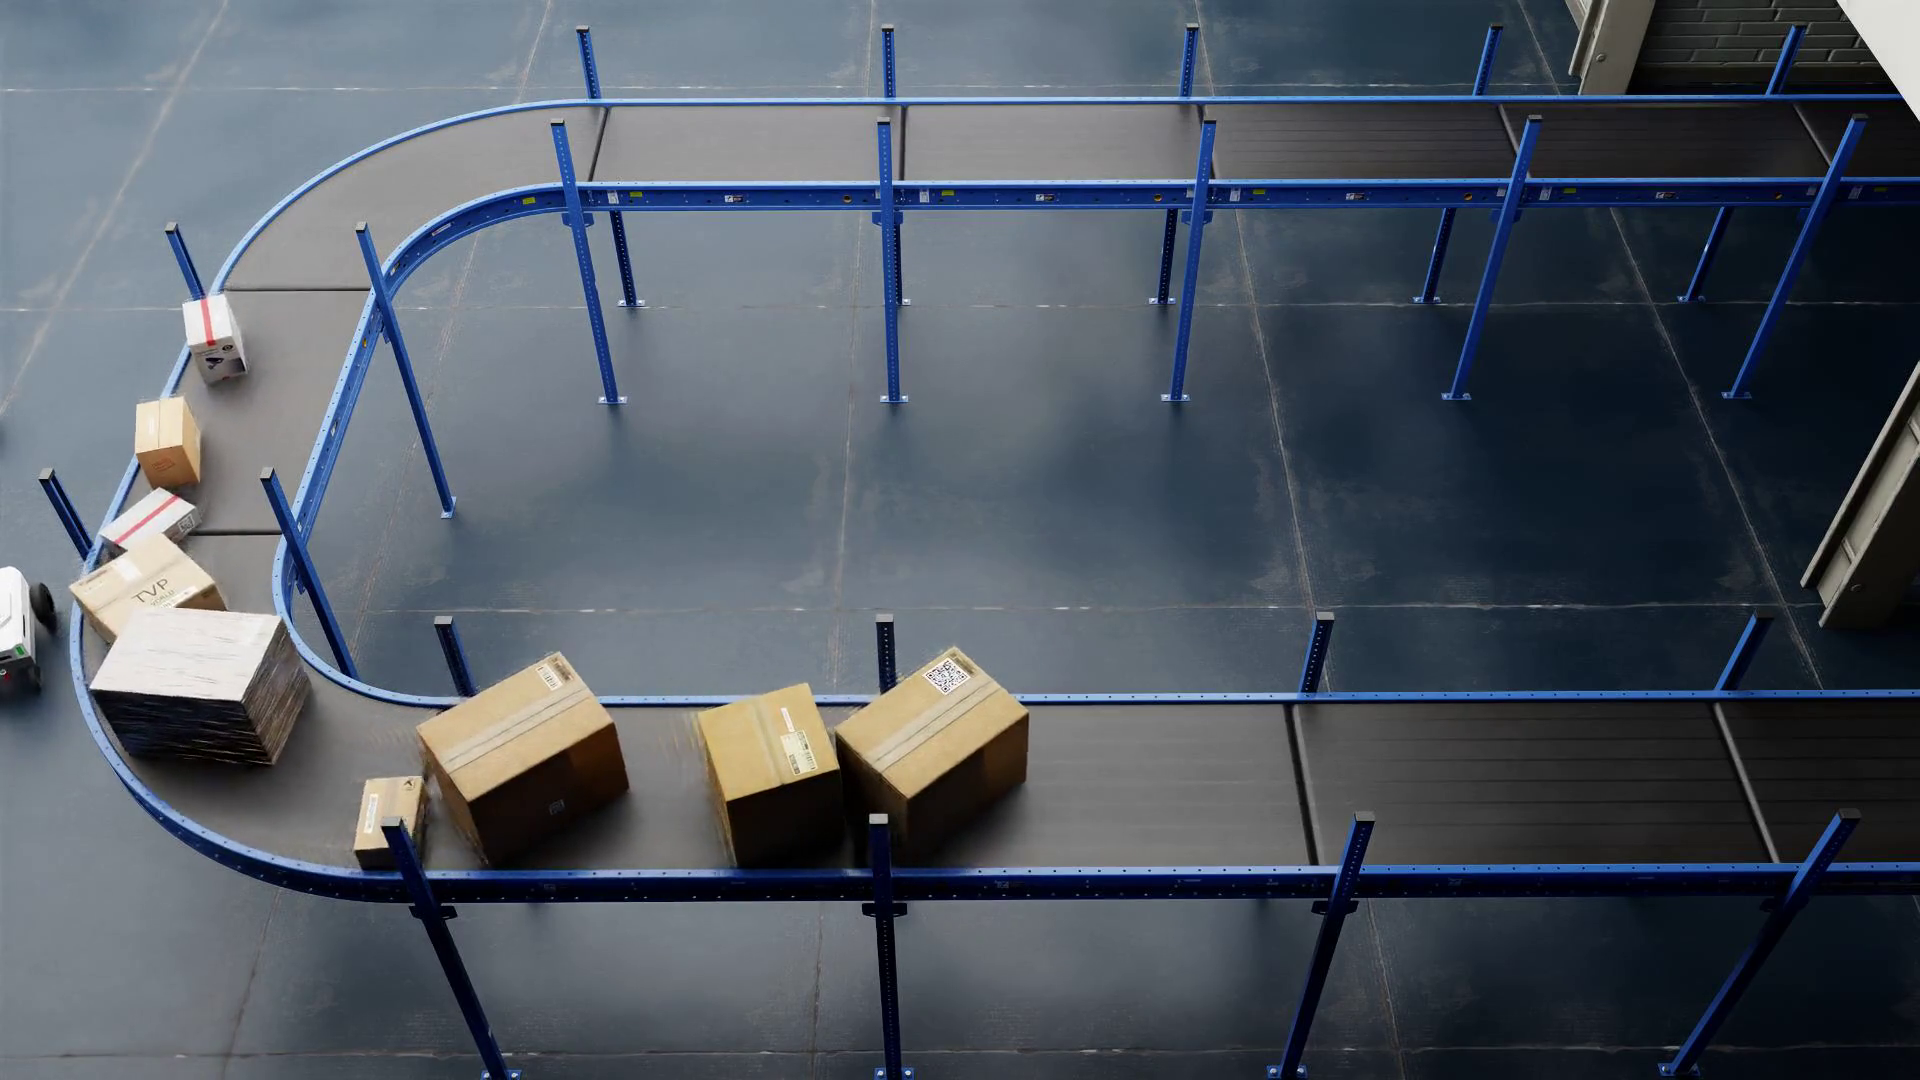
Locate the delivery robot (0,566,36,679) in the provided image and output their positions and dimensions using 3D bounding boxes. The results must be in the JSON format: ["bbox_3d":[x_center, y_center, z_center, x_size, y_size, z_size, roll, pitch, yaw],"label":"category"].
[{"bbox_3d":[-5.825,0.498,10.385,0.477,0.478,0.707,-16,49,-14],"label":"delivery robot"}]
